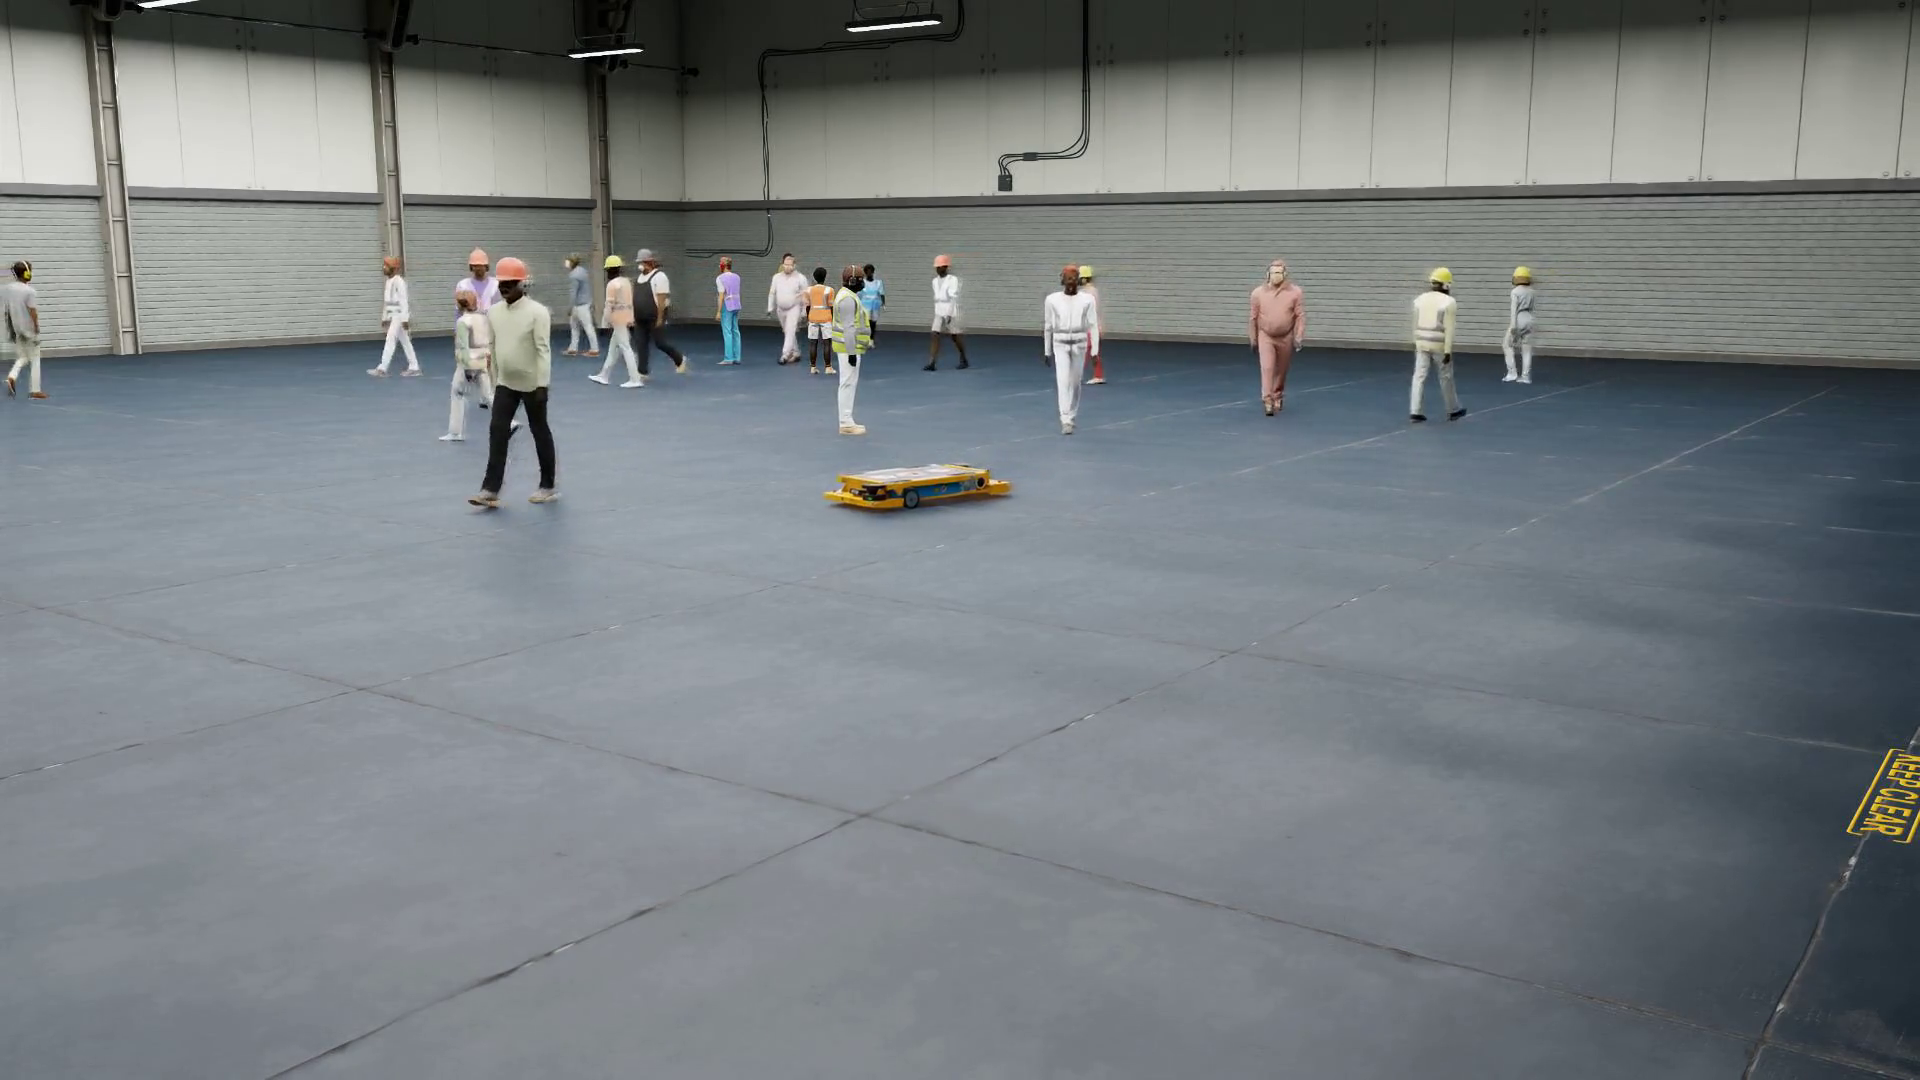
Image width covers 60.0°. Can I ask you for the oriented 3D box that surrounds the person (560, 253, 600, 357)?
[{"bbox_3d":[-6.998,-4.277,30.358,0.820,1.892,0.661,-1,10,-6],"label":"person"}]

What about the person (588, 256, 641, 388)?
[{"bbox_3d":[-5.023,-3.131,23.940,0.926,1.884,0.617,2,10,12],"label":"person"}]

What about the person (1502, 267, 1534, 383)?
[{"bbox_3d":[8.346,-3.204,24.830,0.491,1.729,0.525,-5,11,-28],"label":"person"}]

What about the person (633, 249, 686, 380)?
[{"bbox_3d":[-4.653,-3.469,25.420,0.683,2.000,0.834,8,13,38],"label":"person"}]

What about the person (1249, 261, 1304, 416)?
[{"bbox_3d":[3.870,-2.478,20.371,0.640,1.871,0.975,1,10,5],"label":"person"}]

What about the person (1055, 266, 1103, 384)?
[{"bbox_3d":[1.753,-3.127,24.357,0.868,1.721,0.553,-4,11,-20],"label":"person"}]

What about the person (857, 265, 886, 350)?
[{"bbox_3d":[-1.742,-4.540,32.522,0.545,1.646,0.889,-3,11,-18],"label":"person"}]

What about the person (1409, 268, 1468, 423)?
[{"bbox_3d":[5.565,-2.263,19.360,0.910,1.781,0.606,-9,13,-40],"label":"person"}]

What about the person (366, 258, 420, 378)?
[{"bbox_3d":[-8.841,-3.434,25.776,0.927,1.839,0.607,-6,12,-32],"label":"person"}]

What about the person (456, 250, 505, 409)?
[{"bbox_3d":[-6.077,-2.679,21.145,0.626,1.990,1.076,-1,10,-8],"label":"person"}]

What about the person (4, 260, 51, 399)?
[{"bbox_3d":[-12.491,-2.789,22.149,0.531,1.848,0.522,3,11,15],"label":"person"}]

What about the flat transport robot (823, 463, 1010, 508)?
[{"bbox_3d":[-0.342,-0.449,13.461,1.431,0.197,0.652,-9,13,-40],"label":"flat transport robot"}]

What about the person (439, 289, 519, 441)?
[{"bbox_3d":[-5.076,-1.832,17.466,0.800,1.605,0.512,3,10,14],"label":"person"}]

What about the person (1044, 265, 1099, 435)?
[{"bbox_3d":[1.230,-2.116,18.415,0.589,1.844,0.964,0,10,0],"label":"person"}]

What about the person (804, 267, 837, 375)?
[{"bbox_3d":[-2.195,-3.460,26.323,0.540,1.700,0.316,4,11,21],"label":"person"}]

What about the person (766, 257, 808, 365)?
[{"bbox_3d":[-2.945,-3.952,28.681,0.645,1.854,1.033,4,11,22],"label":"person"}]

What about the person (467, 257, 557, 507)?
[{"bbox_3d":[-3.515,-1.221,13.061,0.640,1.945,0.951,4,11,22],"label":"person"}]

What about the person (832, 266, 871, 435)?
[{"bbox_3d":[-1.182,-2.062,18.136,0.430,1.838,0.632,0,10,-2],"label":"person"}]

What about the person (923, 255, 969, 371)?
[{"bbox_3d":[-0.219,-3.716,27.260,0.564,1.897,1.005,8,13,38],"label":"person"}]

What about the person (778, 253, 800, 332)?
[{"bbox_3d":[-4.005,-5.796,39.015,0.429,1.844,0.627,-6,12,-32],"label":"person"}]

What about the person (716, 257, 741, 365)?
[{"bbox_3d":[-3.936,-3.893,28.339,0.395,1.847,0.564,6,12,30],"label":"person"}]
